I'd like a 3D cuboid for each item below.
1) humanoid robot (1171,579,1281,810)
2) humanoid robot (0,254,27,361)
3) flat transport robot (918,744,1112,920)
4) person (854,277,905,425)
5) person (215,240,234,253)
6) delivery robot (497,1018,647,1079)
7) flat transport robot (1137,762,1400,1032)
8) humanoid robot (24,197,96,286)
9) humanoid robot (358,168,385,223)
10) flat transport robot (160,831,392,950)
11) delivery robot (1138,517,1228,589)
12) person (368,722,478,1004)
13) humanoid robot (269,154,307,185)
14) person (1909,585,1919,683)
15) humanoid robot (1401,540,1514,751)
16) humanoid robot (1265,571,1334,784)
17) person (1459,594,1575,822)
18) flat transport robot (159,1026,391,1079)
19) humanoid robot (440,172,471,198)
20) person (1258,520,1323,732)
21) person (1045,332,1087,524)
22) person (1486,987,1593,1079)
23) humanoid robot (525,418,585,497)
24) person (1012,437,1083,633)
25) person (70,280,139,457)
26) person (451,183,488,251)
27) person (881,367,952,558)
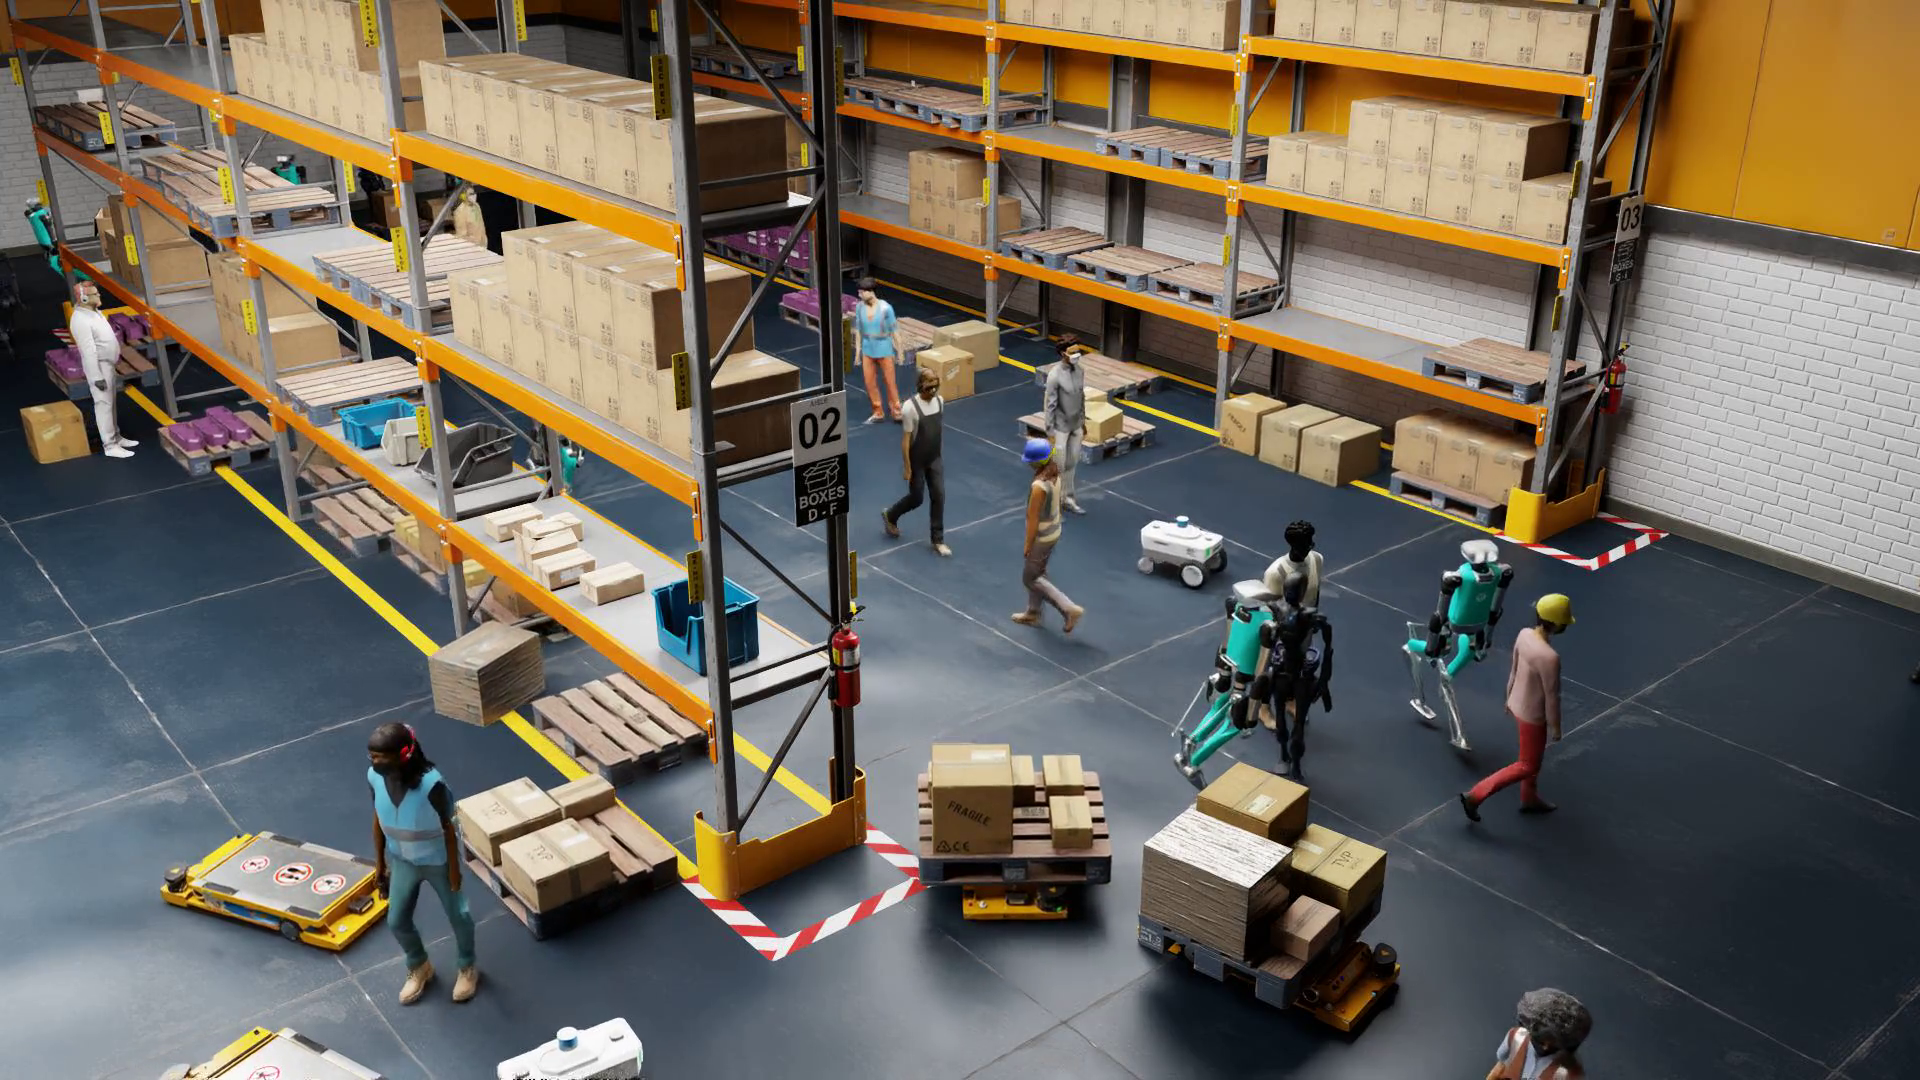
[{"bbox_3d":[1.694,1.135,11.130,0.743,1.768,0.538,-10,25,-21],"label":"humanoid robot"},{"bbox_3d":[-12.236,-3.111,21.169,0.589,1.627,0.750,-10,25,-21],"label":"humanoid robot"},{"bbox_3d":[0.331,2.016,10.975,0.659,0.231,1.431,0,23,-1],"label":"flat transport robot"},{"bbox_3d":[-0.849,-2.092,18.641,0.674,1.742,0.350,9,25,19],"label":"person"},{"bbox_3d":[-9.581,-3.593,22.130,0.836,1.722,0.568,21,31,40],"label":"person"},{"bbox_3d":[-2.020,2.828,8.743,0.798,0.601,0.499,-15,27,-30],"label":"delivery robot"},{"bbox_3d":[1.844,2.435,10.004,1.431,0.231,0.659,18,29,35],"label":"flat transport robot"},{"bbox_3d":[-12.143,-3.786,22.660,0.554,1.843,0.794,17,28,34],"label":"humanoid robot"},{"bbox_3d":[-9.879,-6.046,27.893,0.584,1.662,0.419,18,29,35],"label":"humanoid robot"},{"bbox_3d":[-4.286,2.197,10.556,1.431,0.231,0.659,9,25,20],"label":"flat transport robot"},{"bbox_3d":[2.024,0.085,15.085,0.778,0.594,0.499,14,27,30],"label":"delivery robot"},{"bbox_3d":[-3.062,1.826,9.437,0.512,1.846,0.462,6,24,13],"label":"person"},{"bbox_3d":[-10.101,-5.033,25.474,0.557,1.817,0.672,0,23,1],"label":"humanoid robot"},{"bbox_3d":[7.792,0.266,12.950,0.546,1.923,0.386,19,30,36],"label":"person"},{"bbox_3d":[3.567,0.686,12.219,0.544,1.714,1.025,-5,24,-12],"label":"humanoid robot"},{"bbox_3d":[2.346,0.958,11.660,0.591,1.636,0.520,12,26,25],"label":"humanoid robot"},{"bbox_3d":[3.784,1.140,11.144,0.715,1.735,0.518,-1,23,-2],"label":"person"},{"bbox_3d":[-3.493,2.981,8.741,1.431,0.231,0.659,13,27,28],"label":"flat transport robot"},{"bbox_3d":[-8.527,-5.935,27.594,1.012,1.779,0.530,12,26,25],"label":"humanoid robot"},{"bbox_3d":[2.467,0.624,12.405,0.528,1.688,0.321,-14,27,-30],"label":"person"},{"bbox_3d":[1.008,-1.111,16.178,0.552,1.892,0.396,-21,31,-40],"label":"person"},{"bbox_3d":[2.580,2.715,7.625,0.904,1.628,0.509,-10,25,-22],"label":"person"},{"bbox_3d":[-3.877,-0.807,15.794,0.537,1.886,0.715,-18,29,-35],"label":"humanoid robot"},{"bbox_3d":[0.717,-0.022,13.808,0.611,1.752,0.484,10,25,21],"label":"person"},{"bbox_3d":[-9.186,-1.837,17.828,0.412,1.913,0.640,-7,24,-16],"label":"person"},{"bbox_3d":[-6.770,-4.022,22.960,0.707,1.852,0.560,6,24,13],"label":"person"},{"bbox_3d":[-0.388,-0.765,15.469,0.531,1.818,0.773,-20,31,-39],"label":"person"}]
